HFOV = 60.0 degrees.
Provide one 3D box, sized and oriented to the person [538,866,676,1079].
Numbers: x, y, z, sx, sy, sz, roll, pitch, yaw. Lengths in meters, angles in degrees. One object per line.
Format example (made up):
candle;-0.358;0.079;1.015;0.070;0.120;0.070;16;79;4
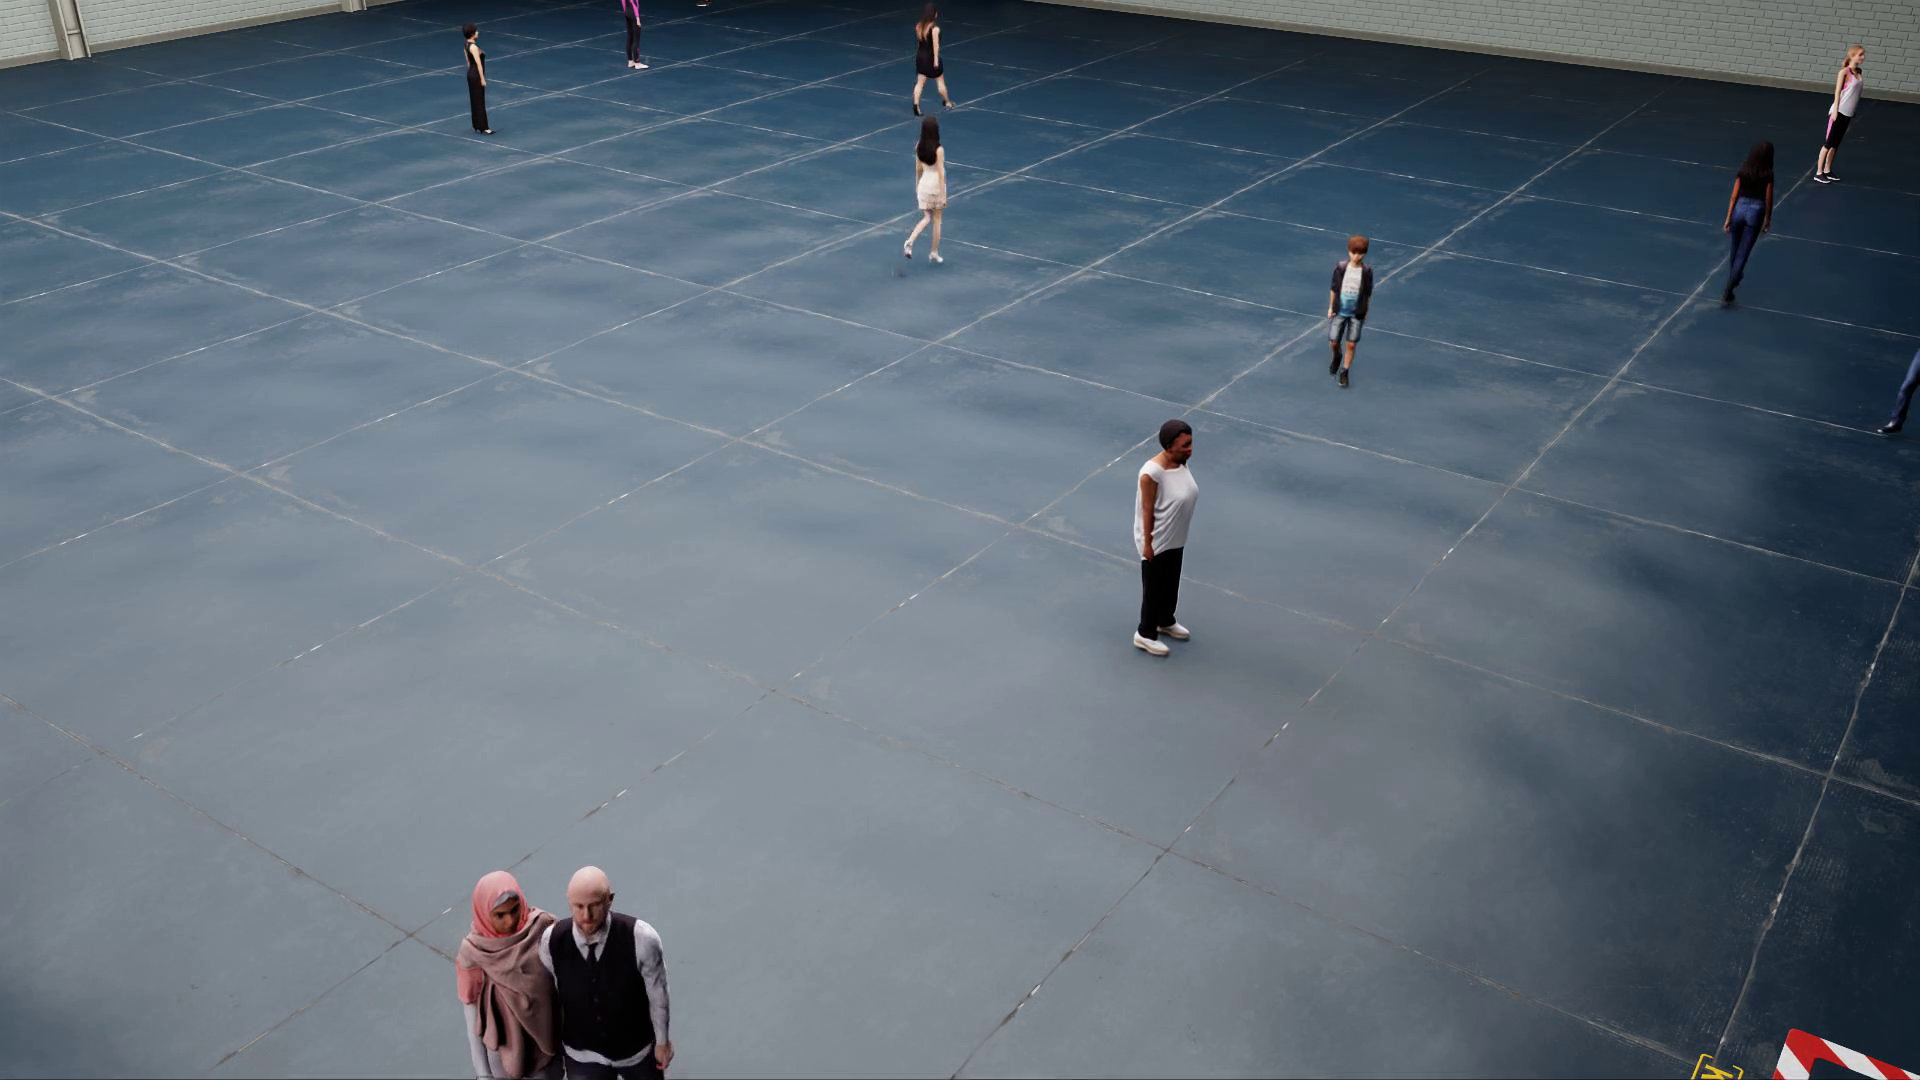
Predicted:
person;-1.454;2.110;7.076;1.147;1.794;1.246;-2;27;-4

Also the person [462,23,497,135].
person;-7.191;-6.850;24.685;0.604;1.604;0.632;-19;33;-33

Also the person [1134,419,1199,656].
person;1.408;-0.043;11.375;0.698;1.687;0.530;19;33;32

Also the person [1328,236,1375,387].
person;3.706;-2.205;15.841;0.656;1.443;0.726;6;28;11

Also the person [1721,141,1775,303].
person;8.428;-3.372;17.843;0.645;1.685;1.164;21;34;35

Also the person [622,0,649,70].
person;-5.703;-9.109;28.911;0.643;1.752;0.620;-20;33;-33

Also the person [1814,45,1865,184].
person;11.794;-5.710;22.274;0.595;1.786;0.734;-16;31;-27

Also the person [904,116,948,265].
person;-0.386;-3.920;18.868;0.648;1.721;0.884;24;36;38

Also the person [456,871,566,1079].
person;-1.843;2.143;7.003;0.726;1.803;0.578;25;36;39

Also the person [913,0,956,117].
person;-0.546;-7.318;25.518;0.742;1.675;1.039;23;35;37

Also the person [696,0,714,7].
person;-5.131;-11.576;33.200;0.767;1.713;0.609;8;28;15
